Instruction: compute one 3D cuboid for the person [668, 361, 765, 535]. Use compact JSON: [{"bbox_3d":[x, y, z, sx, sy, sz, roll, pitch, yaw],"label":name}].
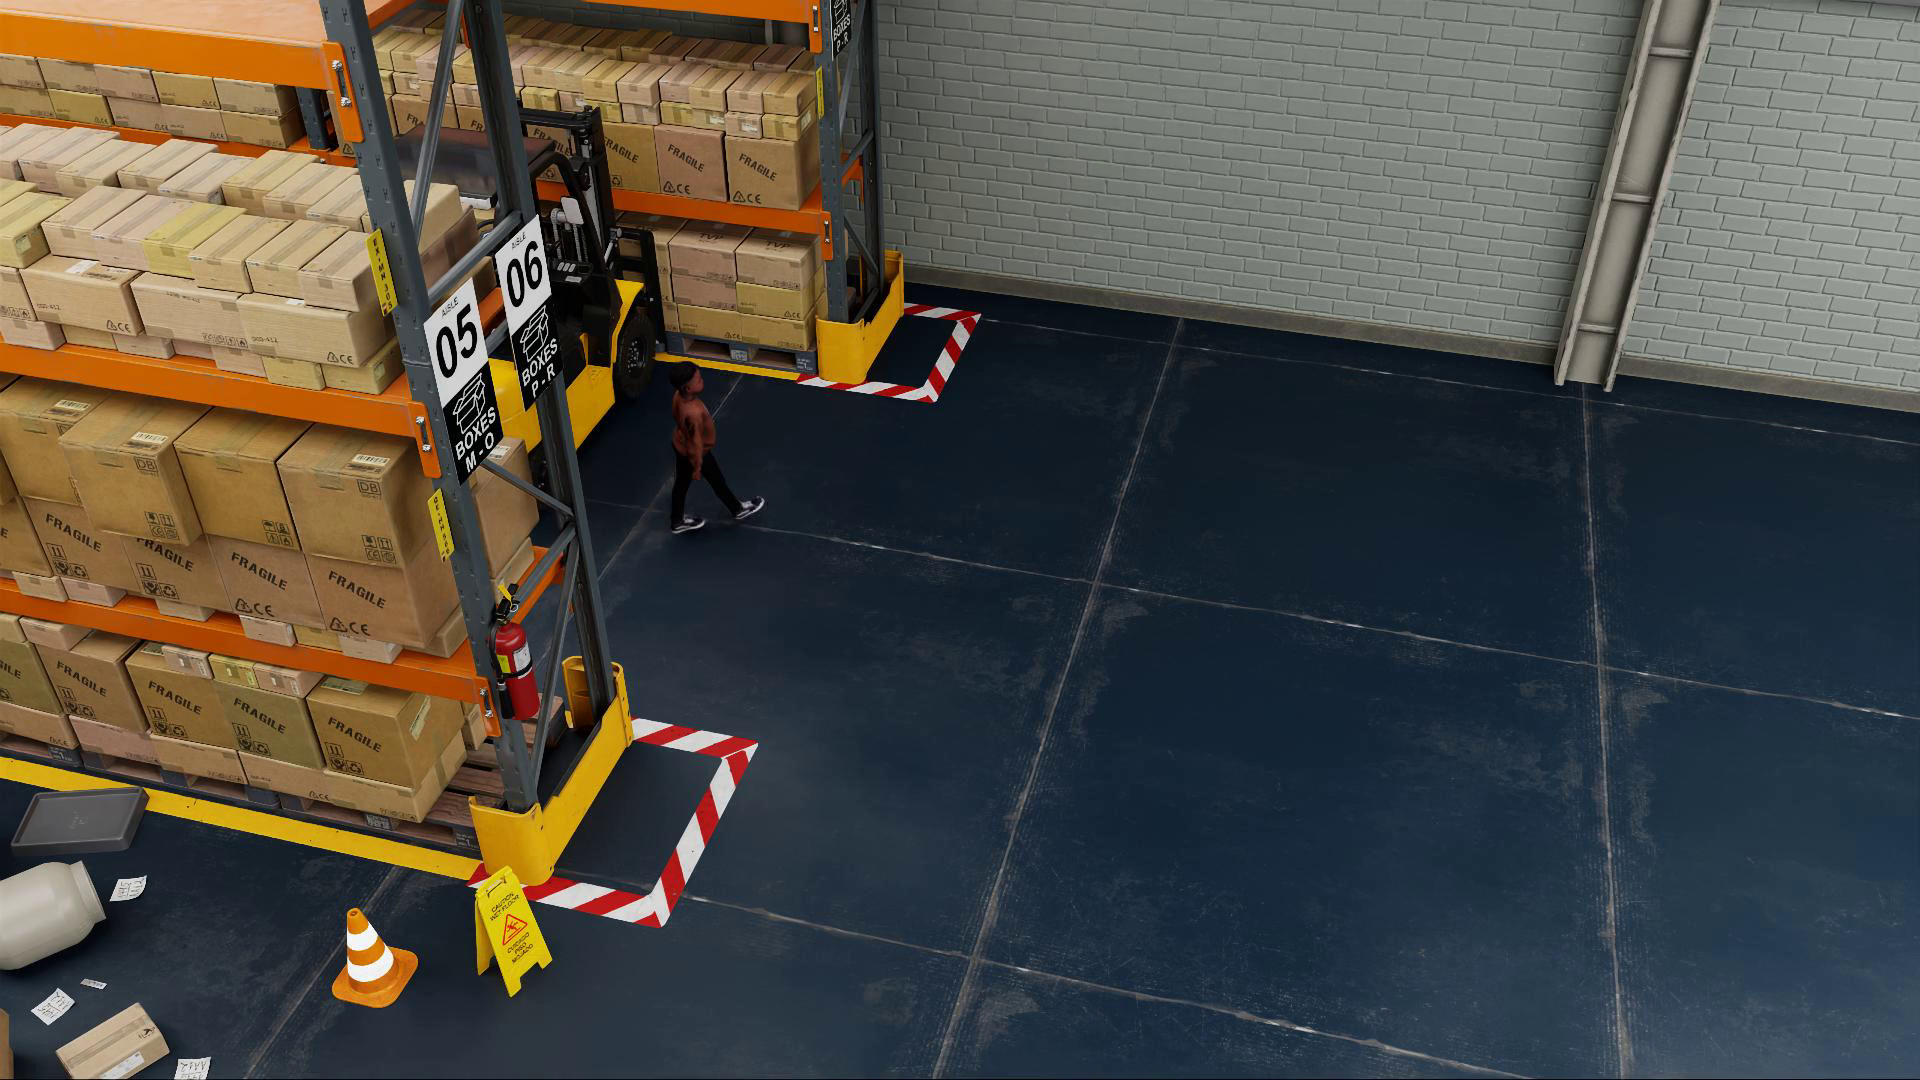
[{"bbox_3d":[-1.732,-0.550,10.390,0.895,1.231,0.829,-19,41,-23],"label":"person"}]
